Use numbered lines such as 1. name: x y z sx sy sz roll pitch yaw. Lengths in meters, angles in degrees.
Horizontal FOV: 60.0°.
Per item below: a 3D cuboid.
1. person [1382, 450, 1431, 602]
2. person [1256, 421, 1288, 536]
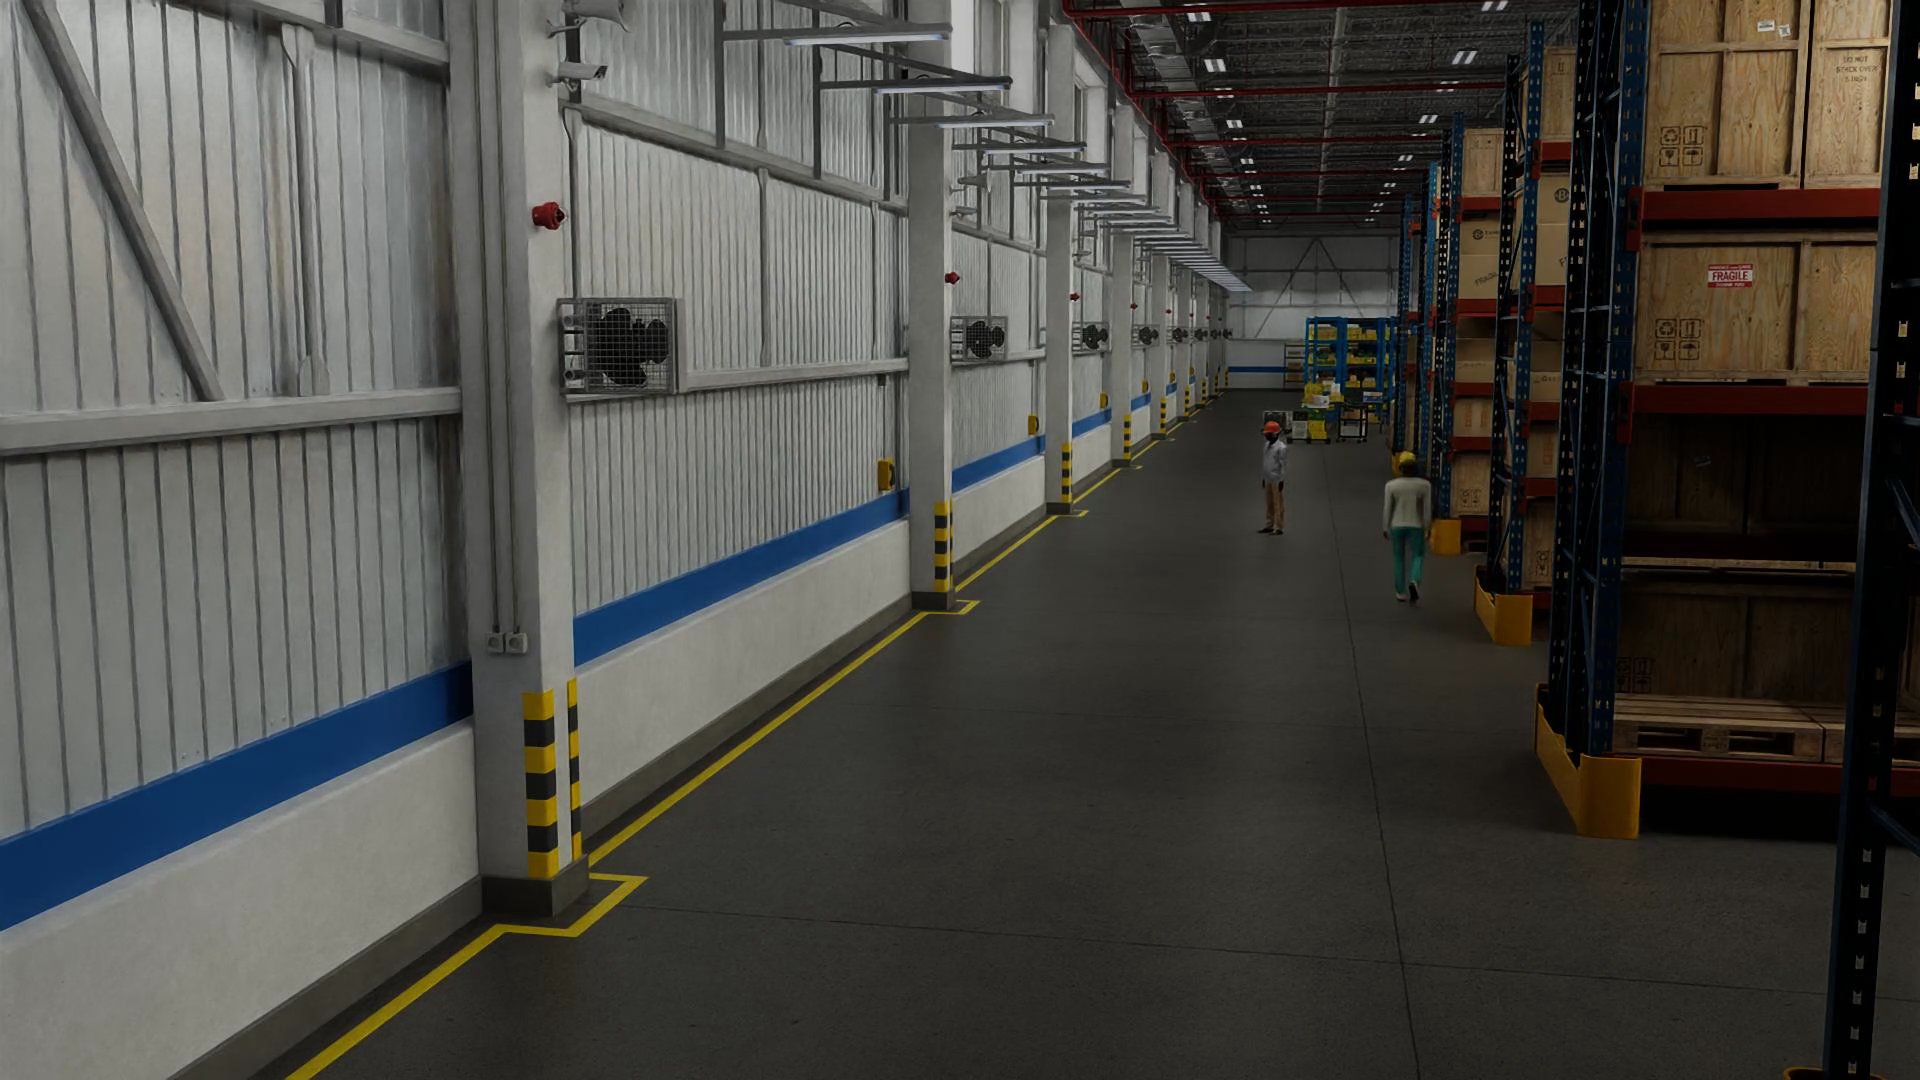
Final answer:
1. person: 5.113 -0.154 19.048 0.550 1.753 0.393 2 7 14
2. person: 4.777 -0.942 25.414 0.339 1.748 0.564 -3 8 -21
